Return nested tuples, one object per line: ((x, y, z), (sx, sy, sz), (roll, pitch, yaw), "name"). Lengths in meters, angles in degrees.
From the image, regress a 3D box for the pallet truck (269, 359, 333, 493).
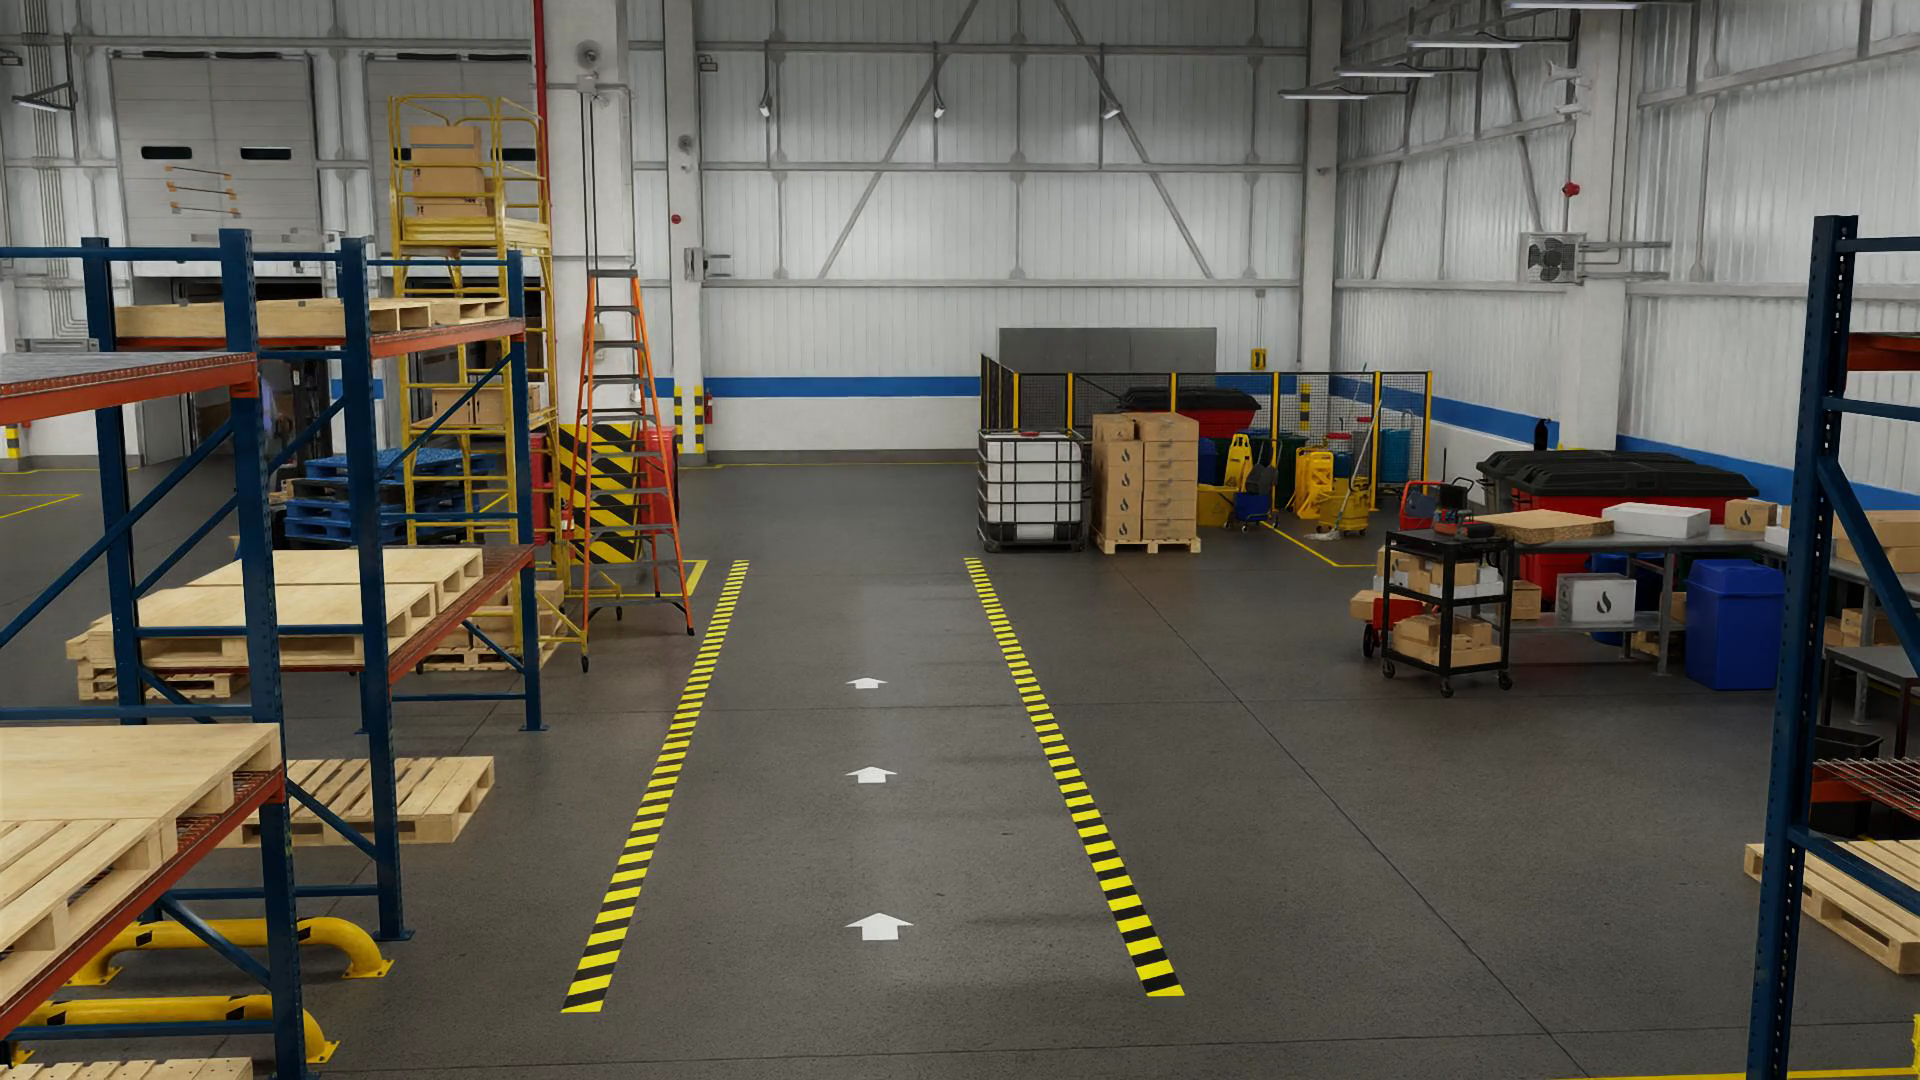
((-7.062, -1.131, 18.996), (1.885, 1.965, 0.823), (2, 9, 13), "pallet truck")

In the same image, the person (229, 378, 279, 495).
((-9.028, -1.415, 21.065), (0.901, 1.900, 0.575), (4, 10, 21), "person")
